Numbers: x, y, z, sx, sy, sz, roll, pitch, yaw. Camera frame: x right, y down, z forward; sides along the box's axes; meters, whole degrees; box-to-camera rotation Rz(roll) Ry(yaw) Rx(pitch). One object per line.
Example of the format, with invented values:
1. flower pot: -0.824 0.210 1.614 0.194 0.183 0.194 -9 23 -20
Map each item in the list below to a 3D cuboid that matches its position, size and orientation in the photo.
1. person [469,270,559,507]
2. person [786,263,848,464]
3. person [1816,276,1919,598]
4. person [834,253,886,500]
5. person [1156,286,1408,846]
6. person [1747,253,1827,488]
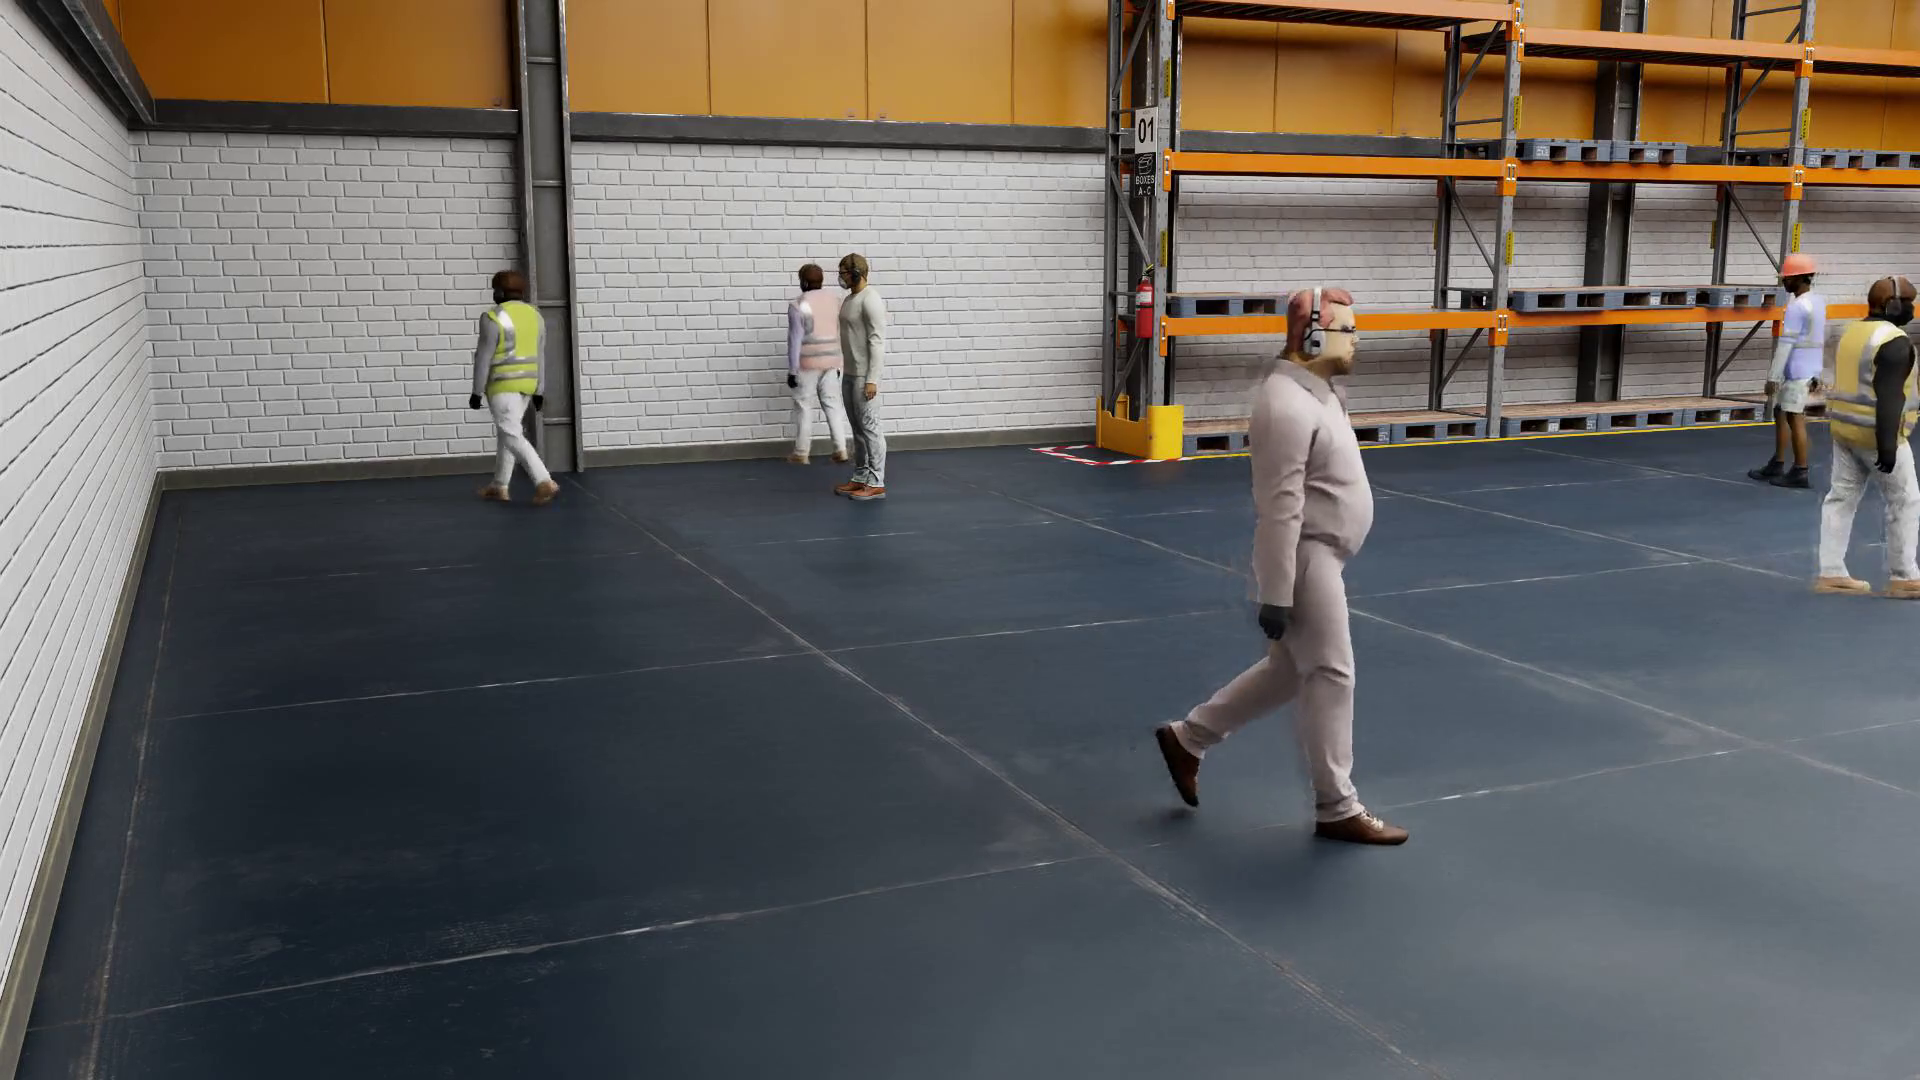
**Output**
1. person: -3.428 -1.168 12.807 0.895 1.815 0.617 4 11 24
2. person: -1.313 -1.586 15.110 0.635 1.848 0.467 -9 13 -40
3. person: 5.312 -0.571 9.447 0.756 1.819 0.654 0 10 1
4. person: -0.778 -1.285 13.114 0.352 1.933 0.634 -4 11 -23
5. person: 1.105 0.085 5.627 0.810 1.883 0.650 3 11 15
6. person: 6.785 -1.394 13.742 0.653 1.920 0.578 10 14 44
